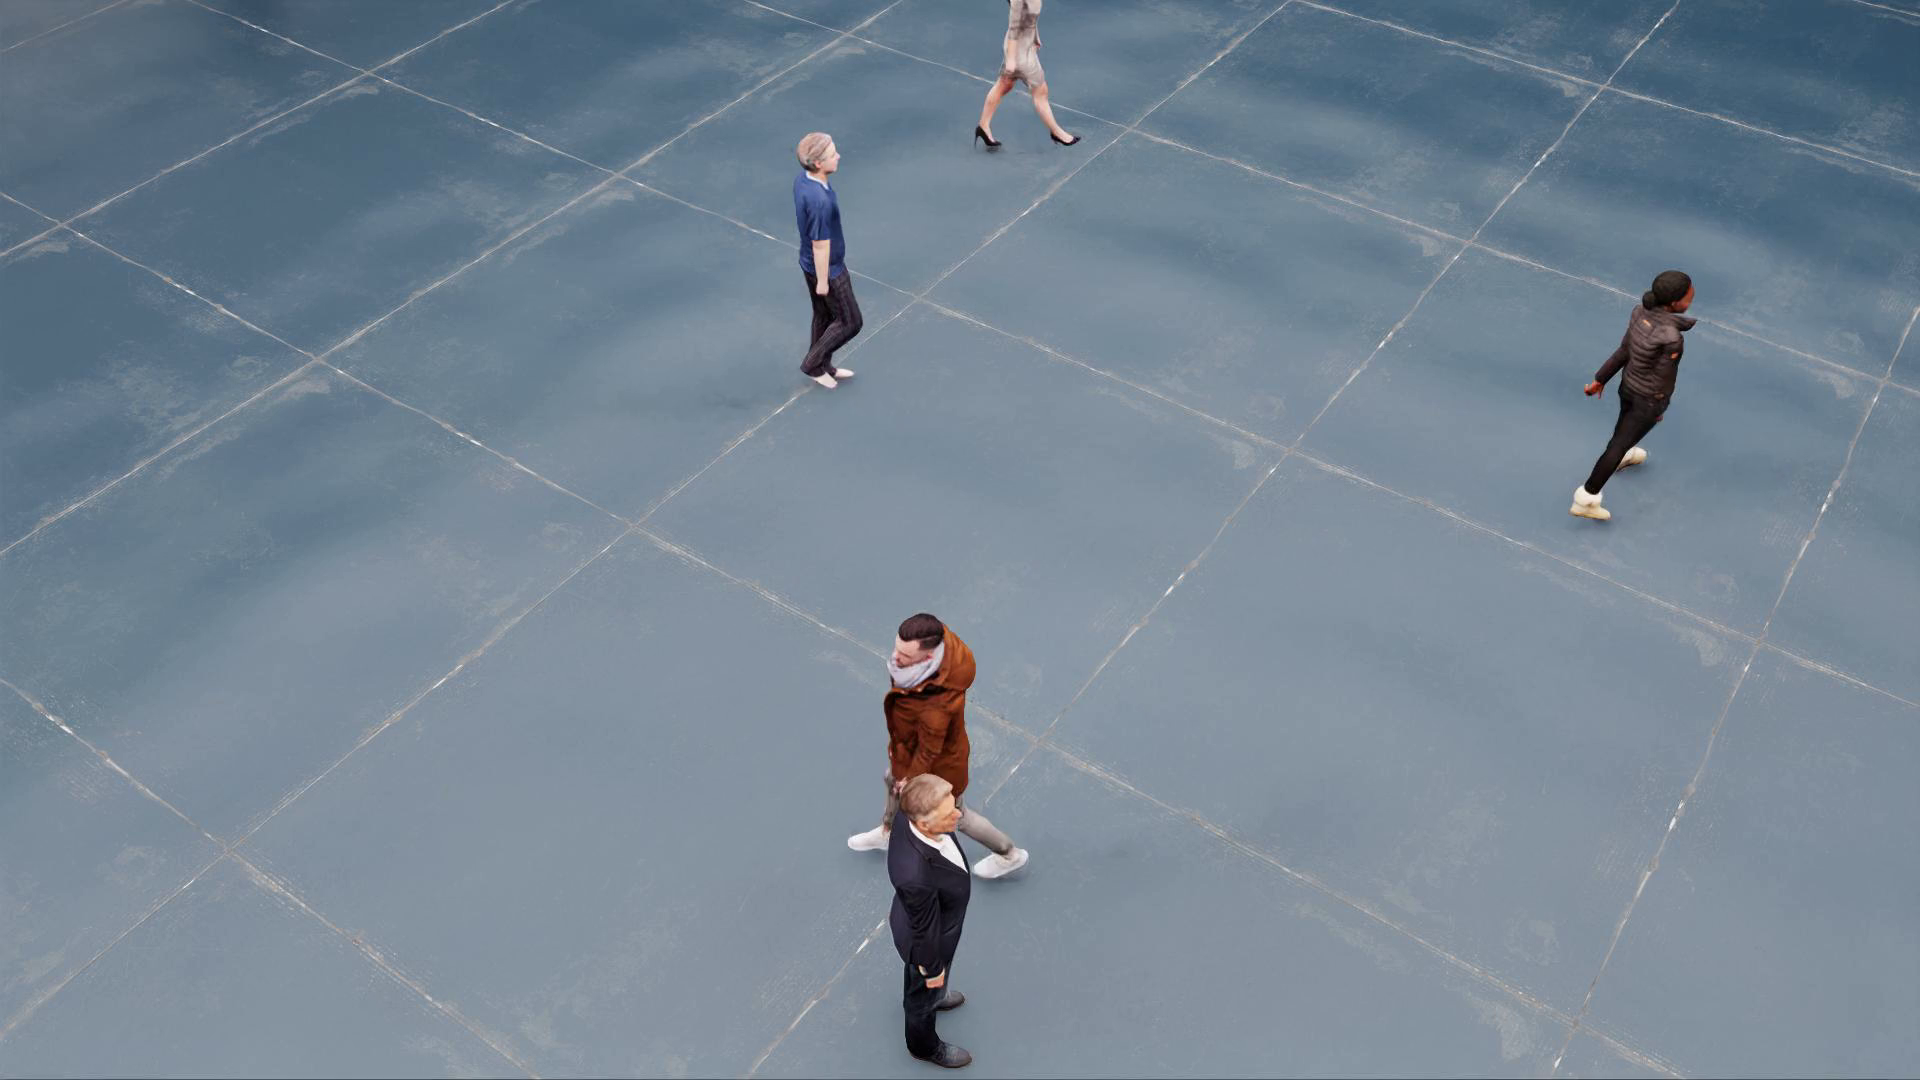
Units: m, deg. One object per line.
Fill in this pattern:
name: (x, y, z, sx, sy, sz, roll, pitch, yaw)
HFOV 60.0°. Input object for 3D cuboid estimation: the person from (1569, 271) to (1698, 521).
person: (4.210, -0.908, 9.986, 1.112, 1.643, 1.079, 16, 45, 16)

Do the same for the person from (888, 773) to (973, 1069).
person: (-0.140, 1.618, 7.154, 0.807, 1.816, 0.781, -2, 43, -2)

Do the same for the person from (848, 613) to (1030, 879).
person: (-0.038, 1.007, 7.825, 1.235, 1.793, 1.134, -3, 43, -3)

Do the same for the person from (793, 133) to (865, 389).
person: (-0.964, -1.752, 10.730, 0.868, 1.861, 0.804, -8, 44, -8)

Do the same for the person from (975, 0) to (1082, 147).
person: (0.389, -3.809, 13.059, 1.181, 1.689, 0.996, 2, 43, 2)
